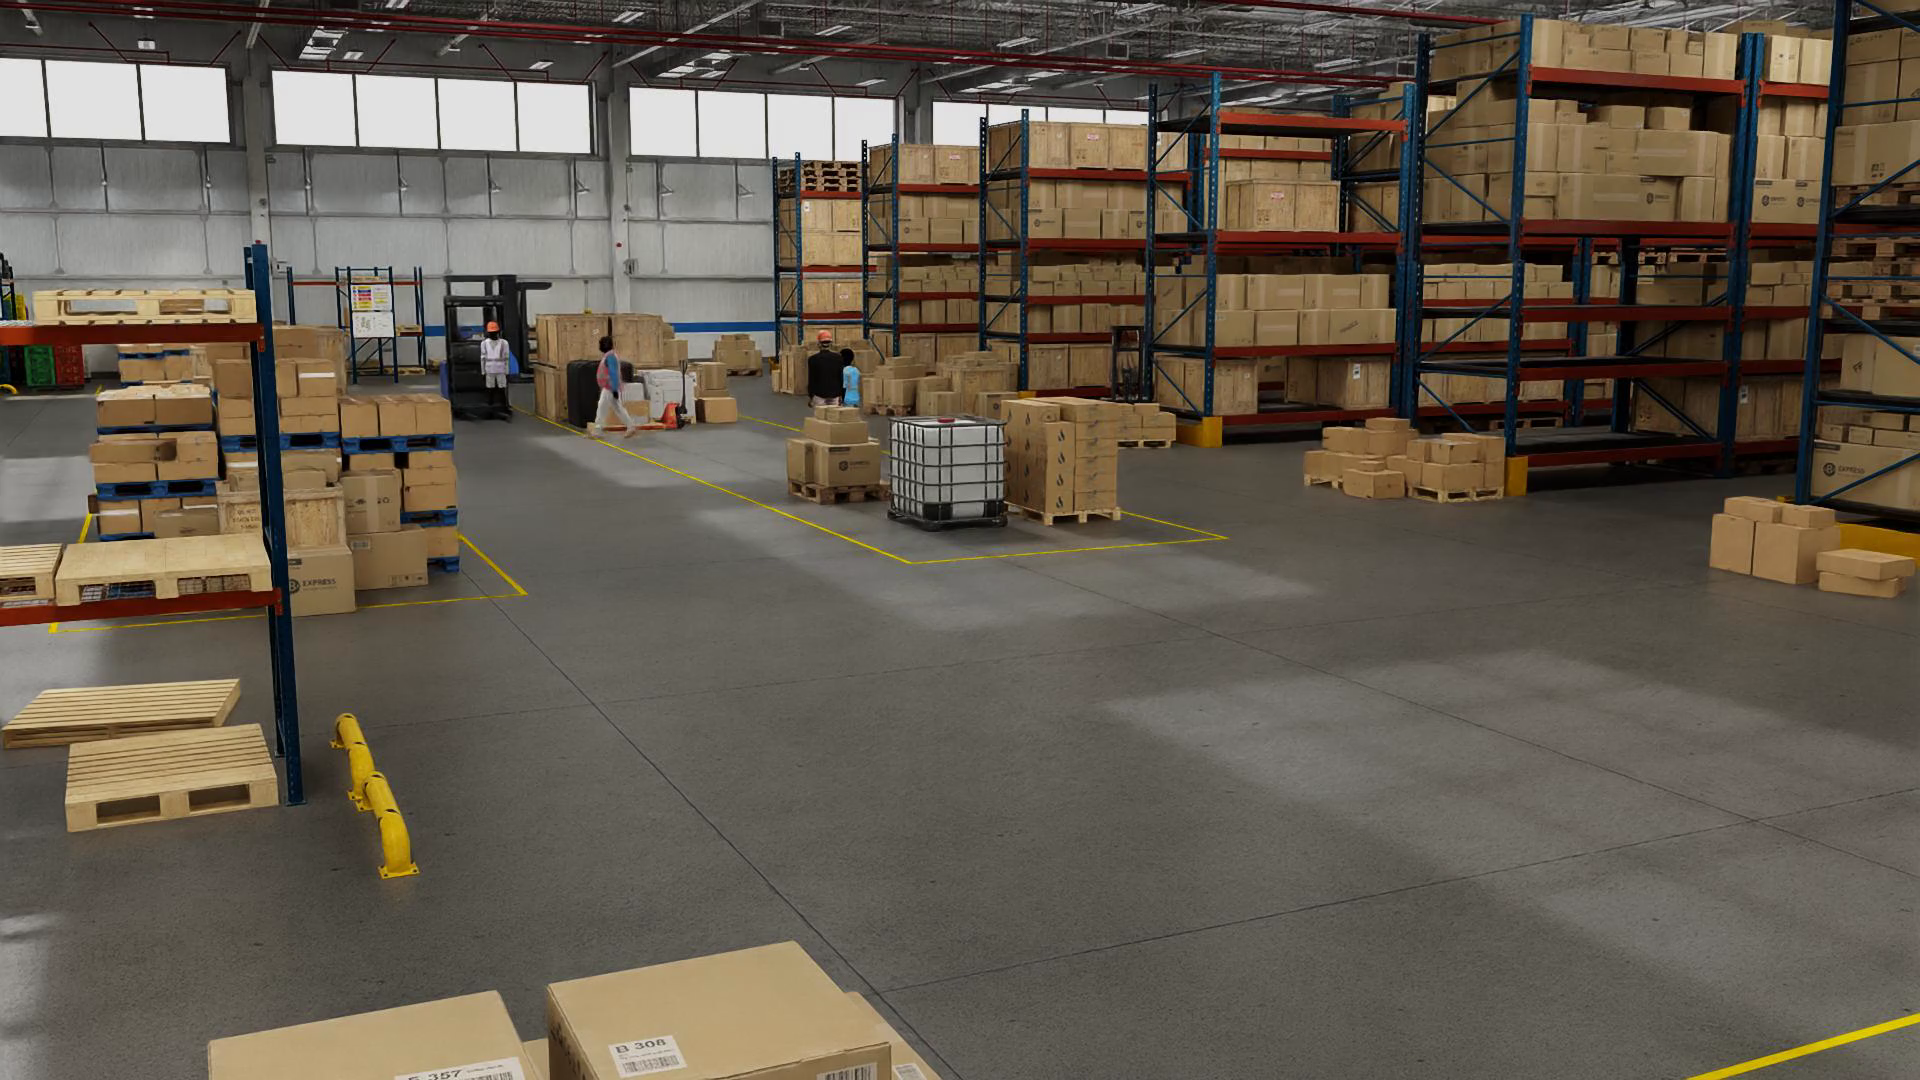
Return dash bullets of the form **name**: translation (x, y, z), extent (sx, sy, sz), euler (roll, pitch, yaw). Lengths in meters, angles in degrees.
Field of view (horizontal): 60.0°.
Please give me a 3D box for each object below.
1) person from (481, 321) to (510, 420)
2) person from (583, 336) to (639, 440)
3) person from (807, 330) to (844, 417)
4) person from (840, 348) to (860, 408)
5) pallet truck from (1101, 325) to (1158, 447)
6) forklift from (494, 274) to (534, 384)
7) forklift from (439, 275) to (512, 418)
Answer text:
- **person**: translation (-9.070, -3.293, 32.445), extent (0.551, 1.932, 0.378), euler (0, 9, -3)
- **person**: translation (-6.044, -2.637, 28.849), extent (0.951, 1.792, 0.636), euler (-2, 9, -13)
- **person**: translation (-2.088, -2.253, 25.805), extent (0.612, 1.995, 0.382), euler (-5, 11, -30)
- **person**: translation (-1.760, -2.162, 26.161), extent (0.318, 1.695, 0.539), euler (4, 10, 24)
- **pallet truck**: translation (2.881, -2.596, 27.923), extent (0.823, 1.965, 1.885), euler (-1, 9, -7)
- **forklift**: translation (-11.503, -5.357, 42.326), extent (1.873, 2.768, 1.129), euler (-4, 10, -25)
- **forklift**: translation (-9.810, -3.914, 33.371), extent (1.129, 2.768, 1.873), euler (-4, 10, -26)
